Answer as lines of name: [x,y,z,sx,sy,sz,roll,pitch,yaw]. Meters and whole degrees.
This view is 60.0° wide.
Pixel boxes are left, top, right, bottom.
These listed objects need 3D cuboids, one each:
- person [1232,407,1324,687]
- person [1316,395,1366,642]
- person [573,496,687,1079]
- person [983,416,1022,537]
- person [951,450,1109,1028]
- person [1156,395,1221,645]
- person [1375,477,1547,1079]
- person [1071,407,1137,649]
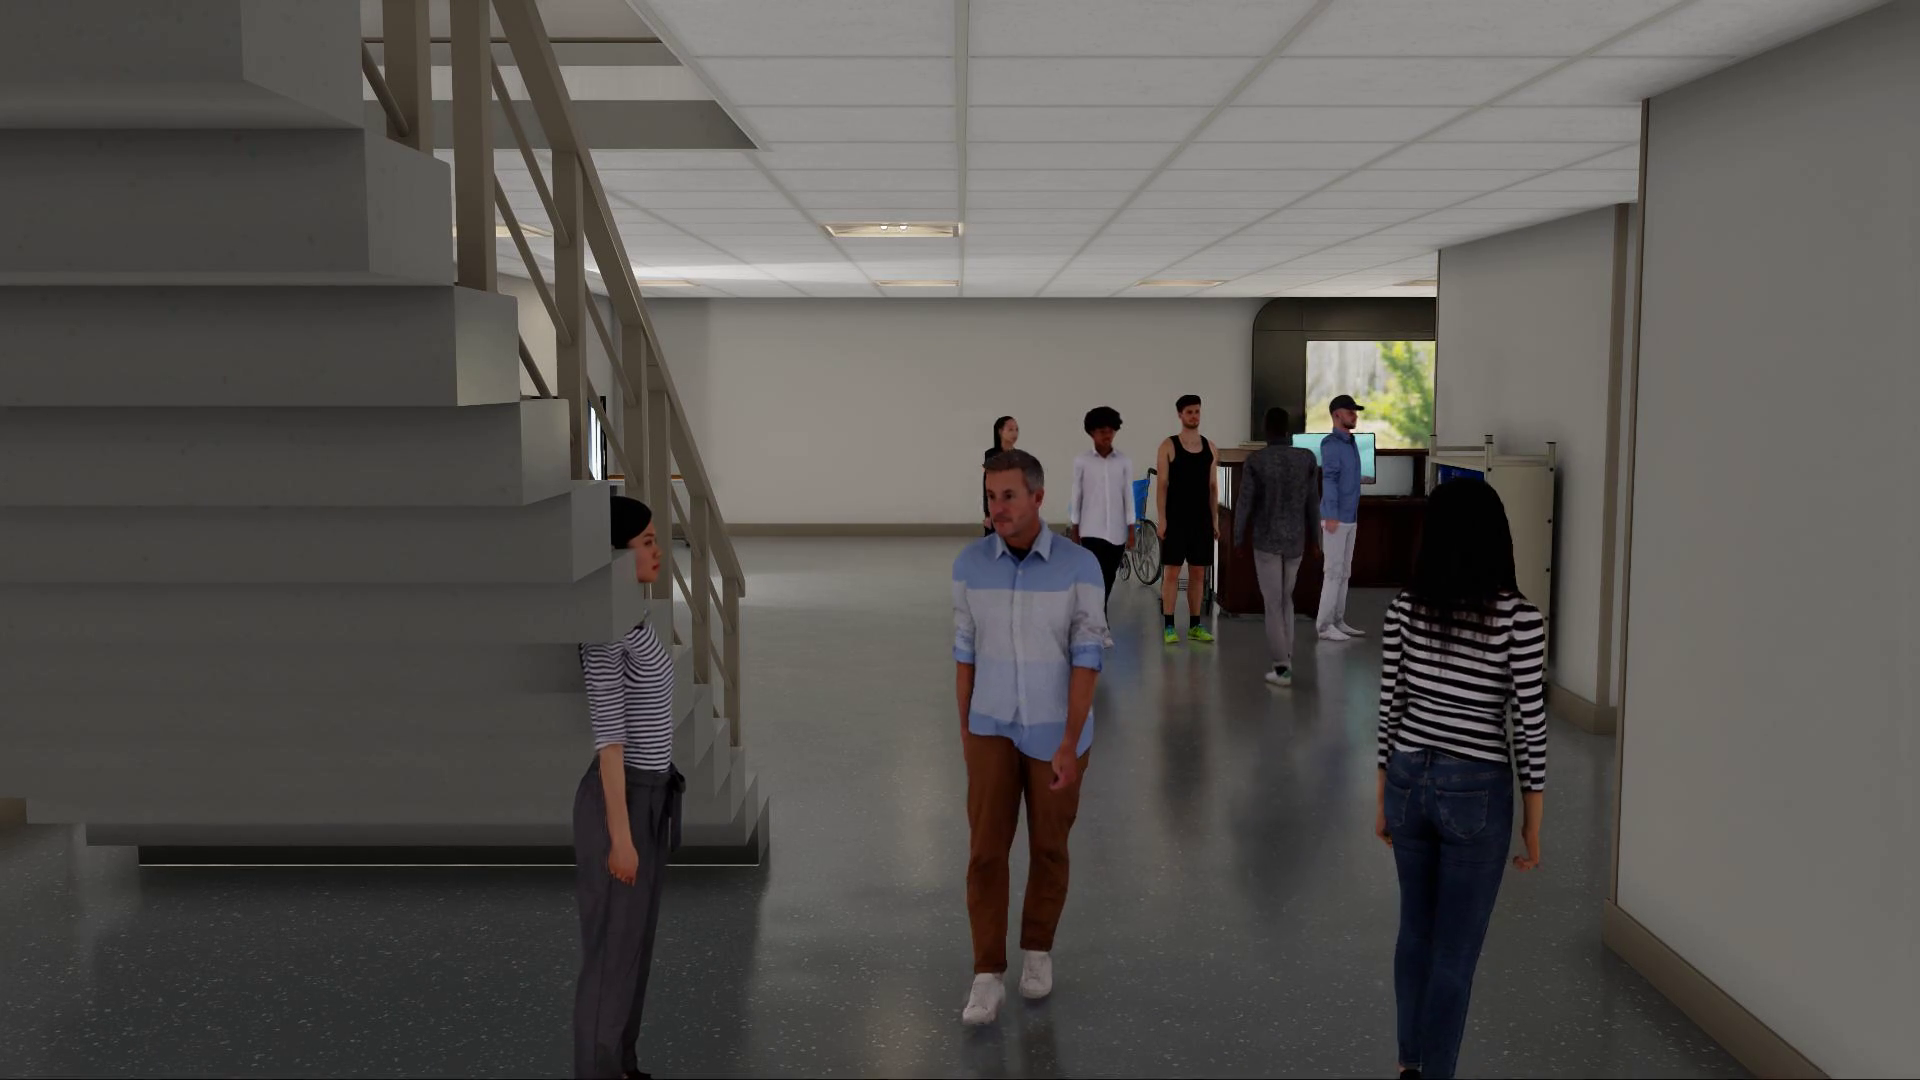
person: [2.133,0.050,10.921,0.796,1.819,0.758,-1,6,-14]
person: [2.944,-0.182,12.894,0.799,1.886,0.687,4,7,33]
person: [-0.926,0.742,4.481,0.648,1.733,0.440,0,6,0]
person: [0.315,-0.154,13.622,0.960,1.684,1.139,-4,7,-32]
person: [0.241,0.614,5.451,0.775,1.793,0.909,1,6,12]
person: [1.733,-0.165,12.695,0.740,1.892,0.699,-2,6,-17]
person: [1.256,0.738,4.307,0.824,1.775,0.765,-5,8,-41]
person: [1.061,-0.084,12.486,0.742,1.773,1.177,-1,6,-7]
